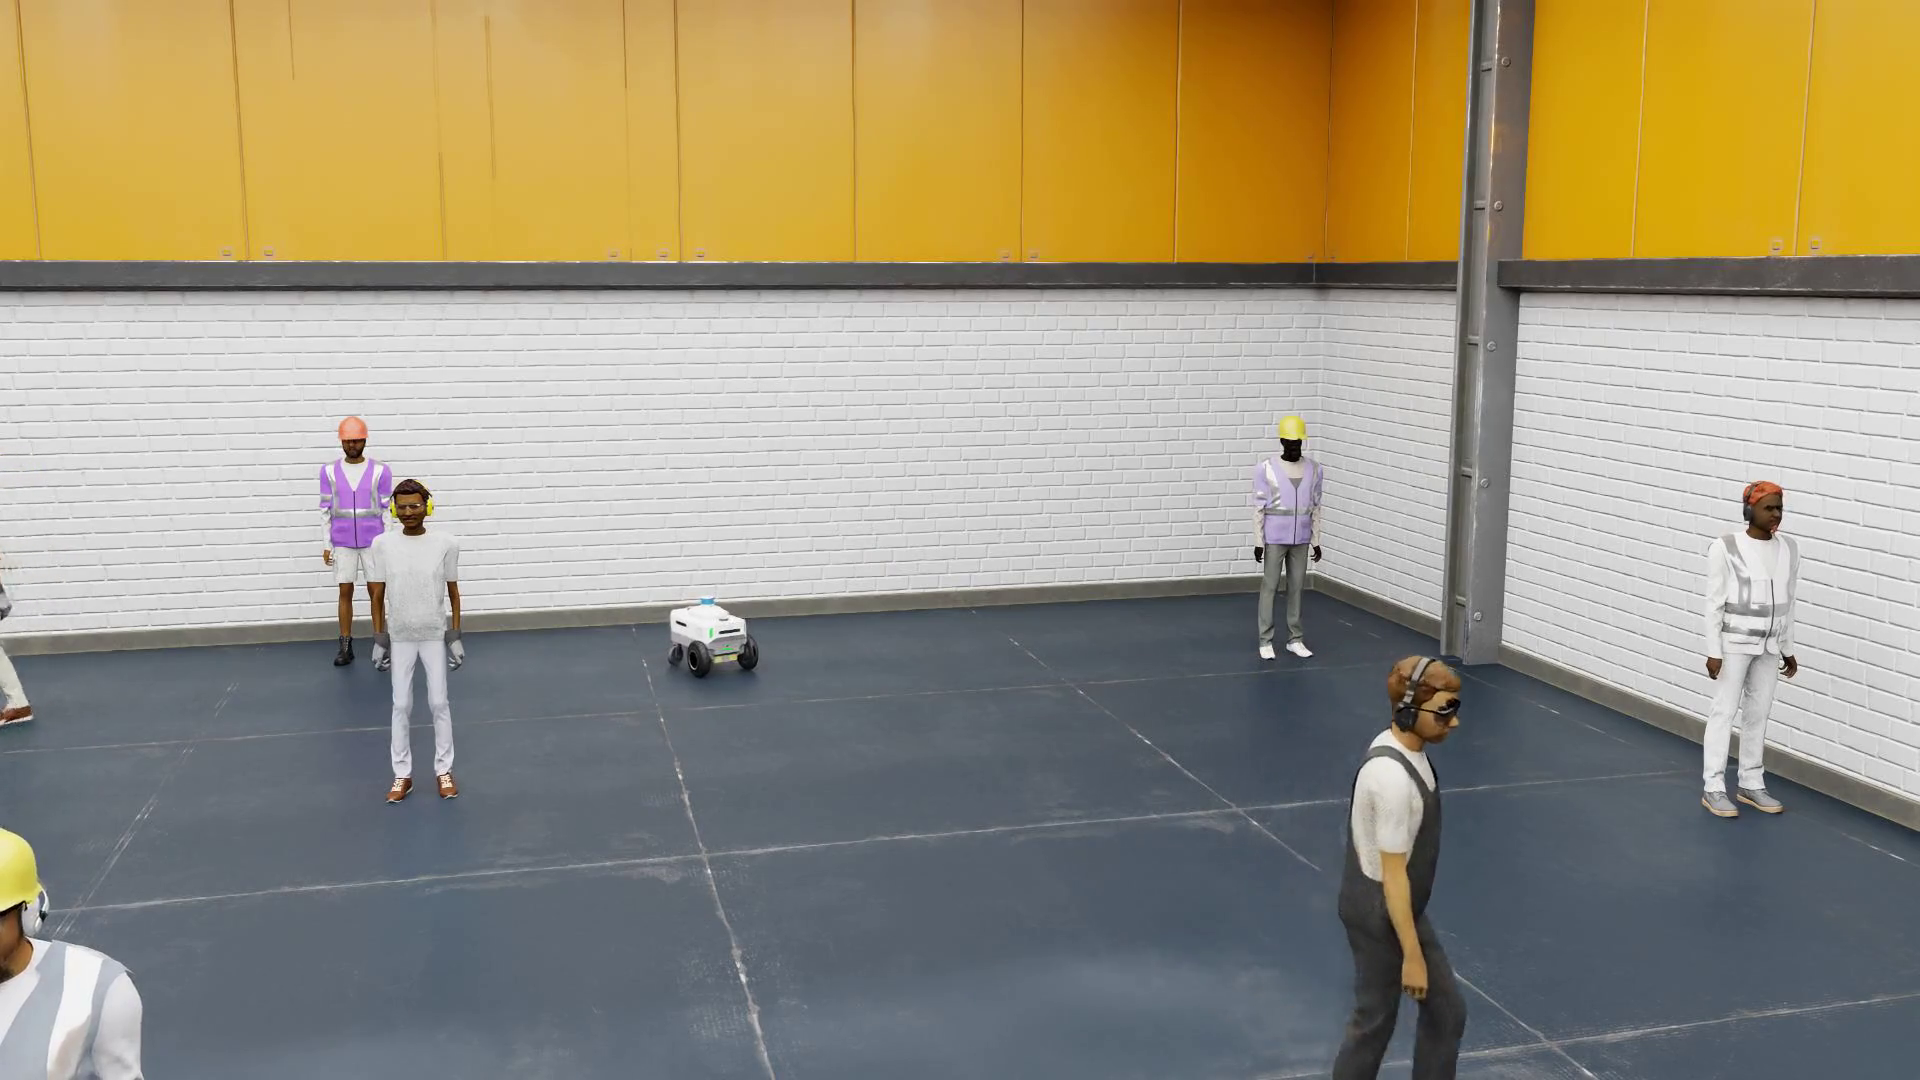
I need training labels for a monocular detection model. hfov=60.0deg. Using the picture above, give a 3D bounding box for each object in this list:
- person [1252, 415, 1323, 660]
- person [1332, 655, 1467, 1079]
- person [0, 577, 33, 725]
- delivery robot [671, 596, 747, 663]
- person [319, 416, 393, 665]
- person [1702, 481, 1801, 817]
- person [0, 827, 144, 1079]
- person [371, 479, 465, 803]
[{"bbox_3d":[2.585,-0.022,13.109,0.587,1.927,0.364,-2,9,-15],"label":"person"},{"bbox_3d":[1.527,1.265,5.422,0.714,1.814,0.529,4,10,21],"label":"person"},{"bbox_3d":[-6.556,0.357,11.066,0.585,1.818,0.551,-8,12,-42],"label":"person"},{"bbox_3d":[-1.934,0.671,12.762,0.477,0.478,0.707,-6,11,-35],"label":"delivery robot"},{"bbox_3d":[-4.673,0.003,12.910,0.545,1.942,0.349,-2,9,-15],"label":"person"},{"bbox_3d":[4.435,0.607,9.324,0.575,1.884,0.355,-2,9,-15],"label":"person"},{"bbox_3d":[-2.140,1.526,3.736,0.590,1.836,0.404,-2,9,-15],"label":"person"},{"bbox_3d":[-3.123,0.573,9.578,0.513,1.872,0.328,-2,9,-15],"label":"person"}]
